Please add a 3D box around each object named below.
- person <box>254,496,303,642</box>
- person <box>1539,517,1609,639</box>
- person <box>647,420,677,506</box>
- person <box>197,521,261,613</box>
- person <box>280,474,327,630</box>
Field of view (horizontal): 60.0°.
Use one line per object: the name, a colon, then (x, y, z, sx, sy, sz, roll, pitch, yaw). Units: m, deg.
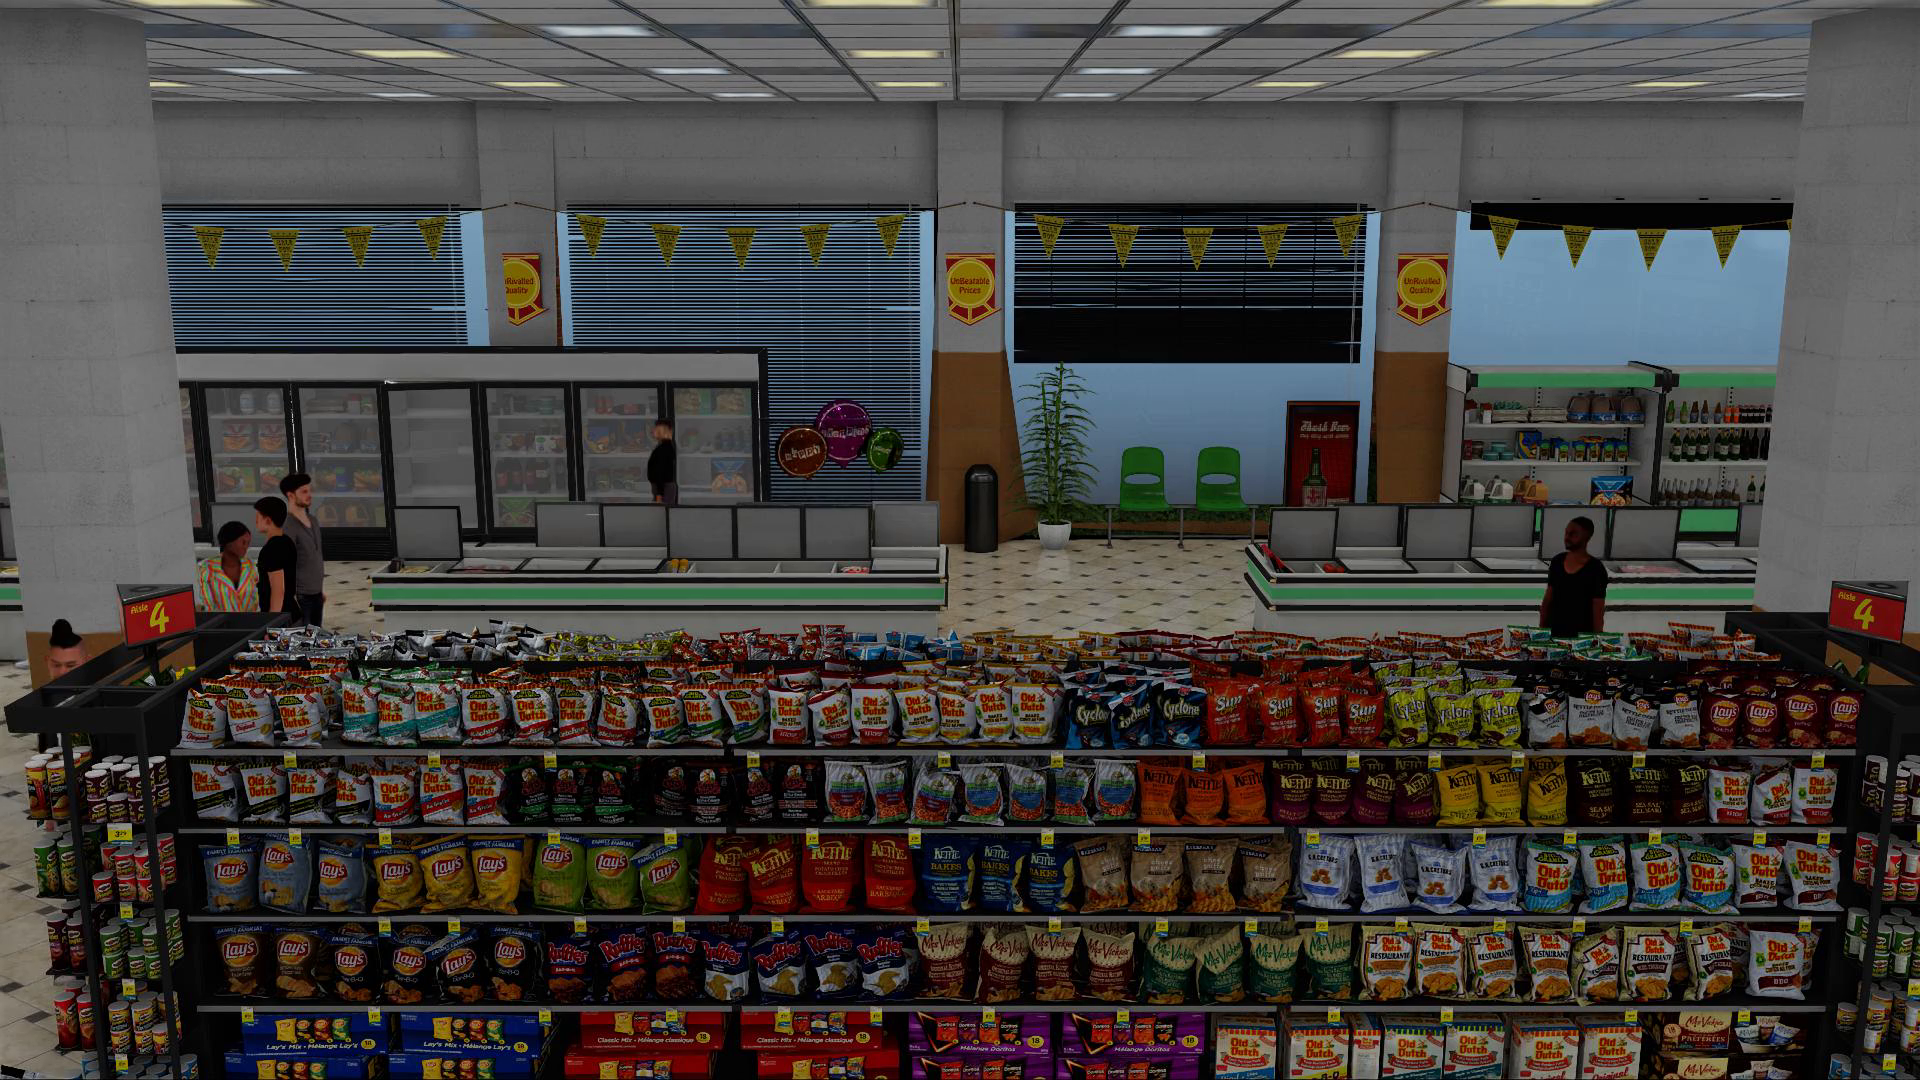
person: (-5.007, 0.590, 12.262, 0.661, 1.862, 0.736, -3, 12, -13)
person: (4.410, 0.725, 11.830, 1.242, 1.776, 1.000, -6, 13, -25)
person: (-3.043, -0.435, 17.668, 1.009, 1.640, 0.606, 0, 12, -2)
person: (-5.185, 0.744, 11.776, 0.977, 1.761, 1.001, -10, 15, -38)
person: (-5.128, 0.424, 12.944, 0.584, 1.905, 0.694, 1, 12, 4)
